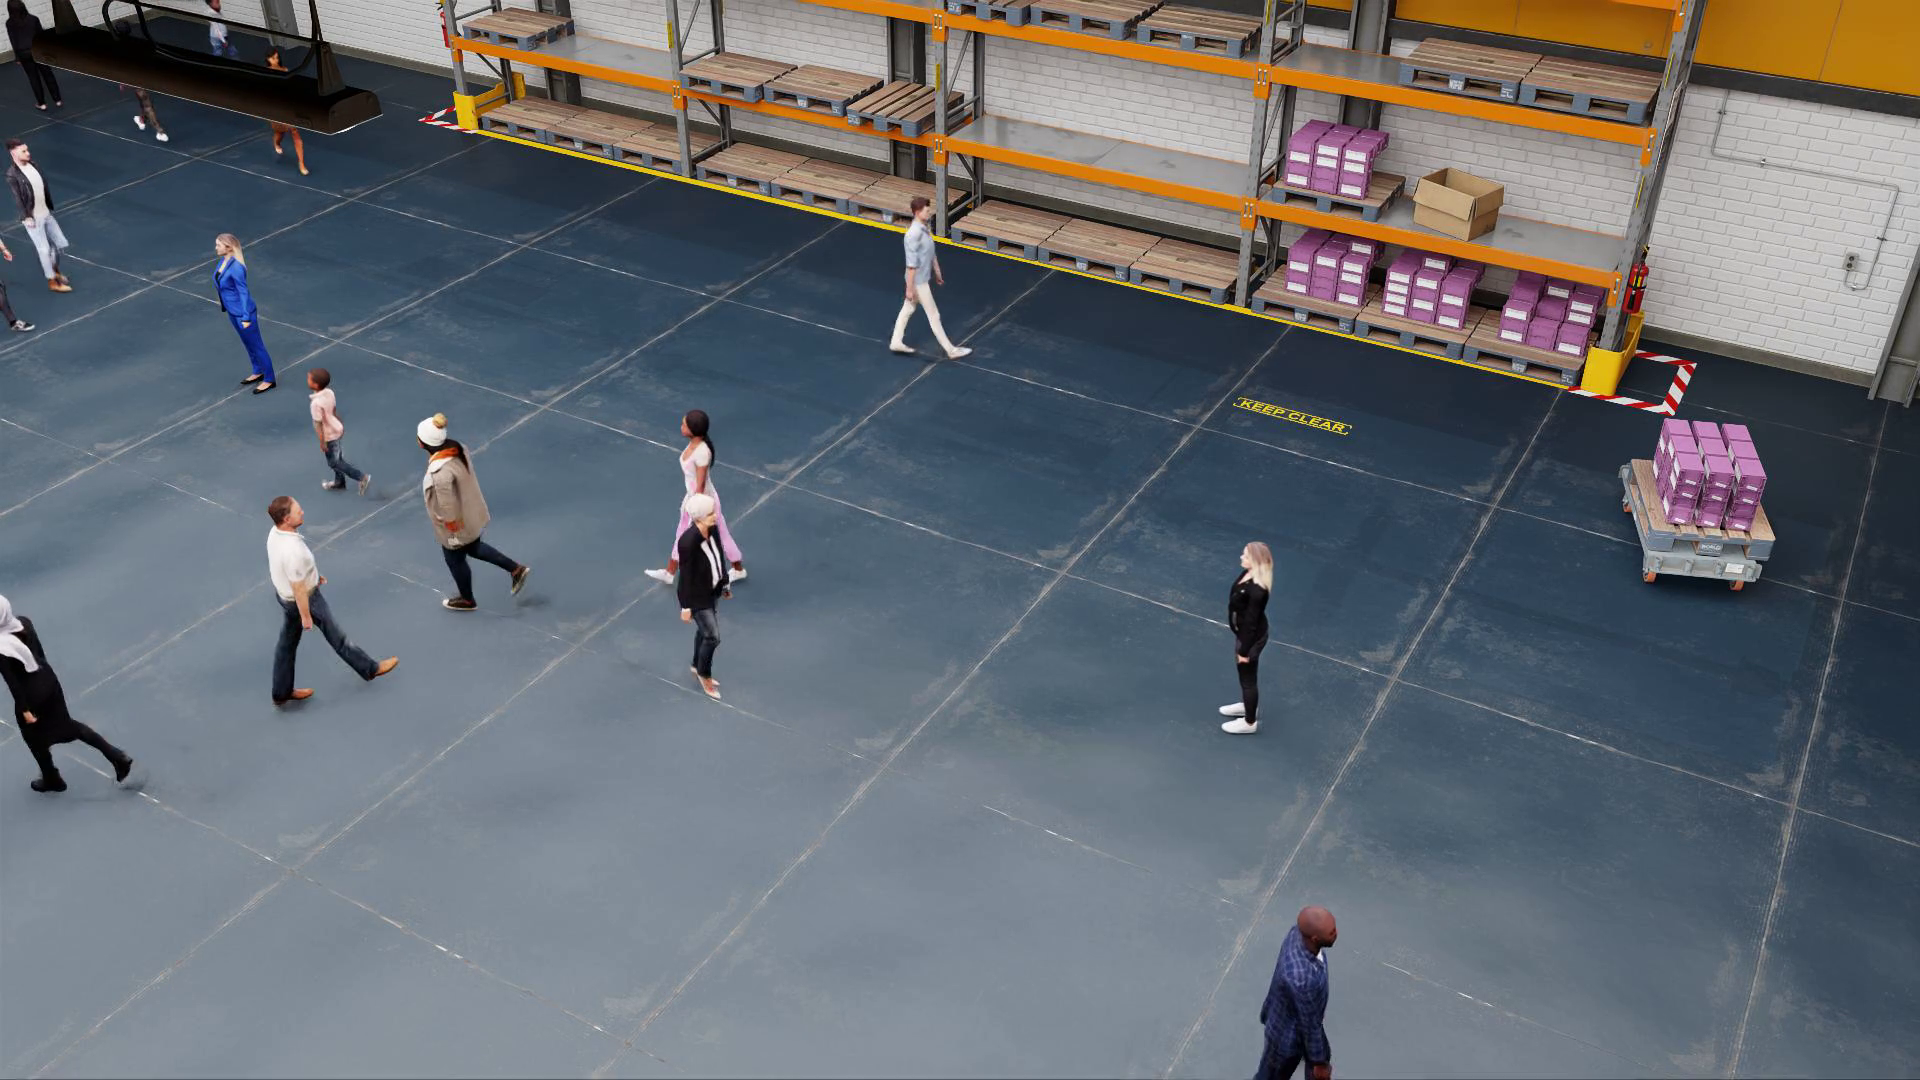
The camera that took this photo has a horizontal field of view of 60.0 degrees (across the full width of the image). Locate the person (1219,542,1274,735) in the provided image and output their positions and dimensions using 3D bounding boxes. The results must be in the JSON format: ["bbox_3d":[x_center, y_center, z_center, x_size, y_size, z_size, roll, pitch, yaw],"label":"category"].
[{"bbox_3d":[2.190,0.720,12.491,0.658,1.685,0.670,5,34,7],"label":"person"}]

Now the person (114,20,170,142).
[{"bbox_3d":[-11.398,-6.348,23.165,1.216,1.640,0.774,27,42,35],"label":"person"}]

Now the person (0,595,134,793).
[{"bbox_3d":[-6.464,1.111,11.835,1.117,1.760,0.880,2,34,3],"label":"person"}]

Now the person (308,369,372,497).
[{"bbox_3d":[-5.778,-0.989,15.410,0.848,1.299,0.687,4,34,6],"label":"person"}]

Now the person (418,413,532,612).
[{"bbox_3d":[-4.042,-0.217,13.730,1.105,1.873,0.954,1,34,2],"label":"person"}]

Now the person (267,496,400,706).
[{"bbox_3d":[-5.140,0.498,12.717,1.130,1.804,1.254,-19,38,-26],"label":"person"}]

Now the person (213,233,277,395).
[{"bbox_3d":[-7.366,-2.352,17.098,0.741,1.701,0.591,-27,42,-34],"label":"person"}]

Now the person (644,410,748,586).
[{"bbox_3d":[-2.073,-0.321,14.044,1.123,1.700,1.080,-10,35,-14],"label":"person"}]

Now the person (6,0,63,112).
[{"bbox_3d":[-13.588,-7.129,24.362,0.730,1.616,0.730,-26,42,-34],"label":"person"}]

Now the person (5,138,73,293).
[{"bbox_3d":[-10.644,-3.710,19.030,0.737,1.824,0.740,7,34,10],"label":"person"}]

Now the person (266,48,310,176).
[{"bbox_3d":[-9.073,-5.734,22.214,0.782,1.670,1.062,-27,42,-34],"label":"person"}]

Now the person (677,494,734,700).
[{"bbox_3d":[-2.082,0.427,12.836,0.666,1.762,0.769,15,36,21],"label":"person"}]

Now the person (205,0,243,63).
[{"bbox_3d":[-11.479,-7.761,25.661,0.901,1.229,0.689,4,34,6],"label":"person"}]

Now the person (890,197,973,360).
[{"bbox_3d":[-0.517,-2.757,17.615,1.255,1.803,0.906,8,34,11],"label":"person"}]

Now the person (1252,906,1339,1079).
[{"bbox_3d":[1.793,2.726,9.371,0.999,1.798,0.794,9,35,14],"label":"person"}]
